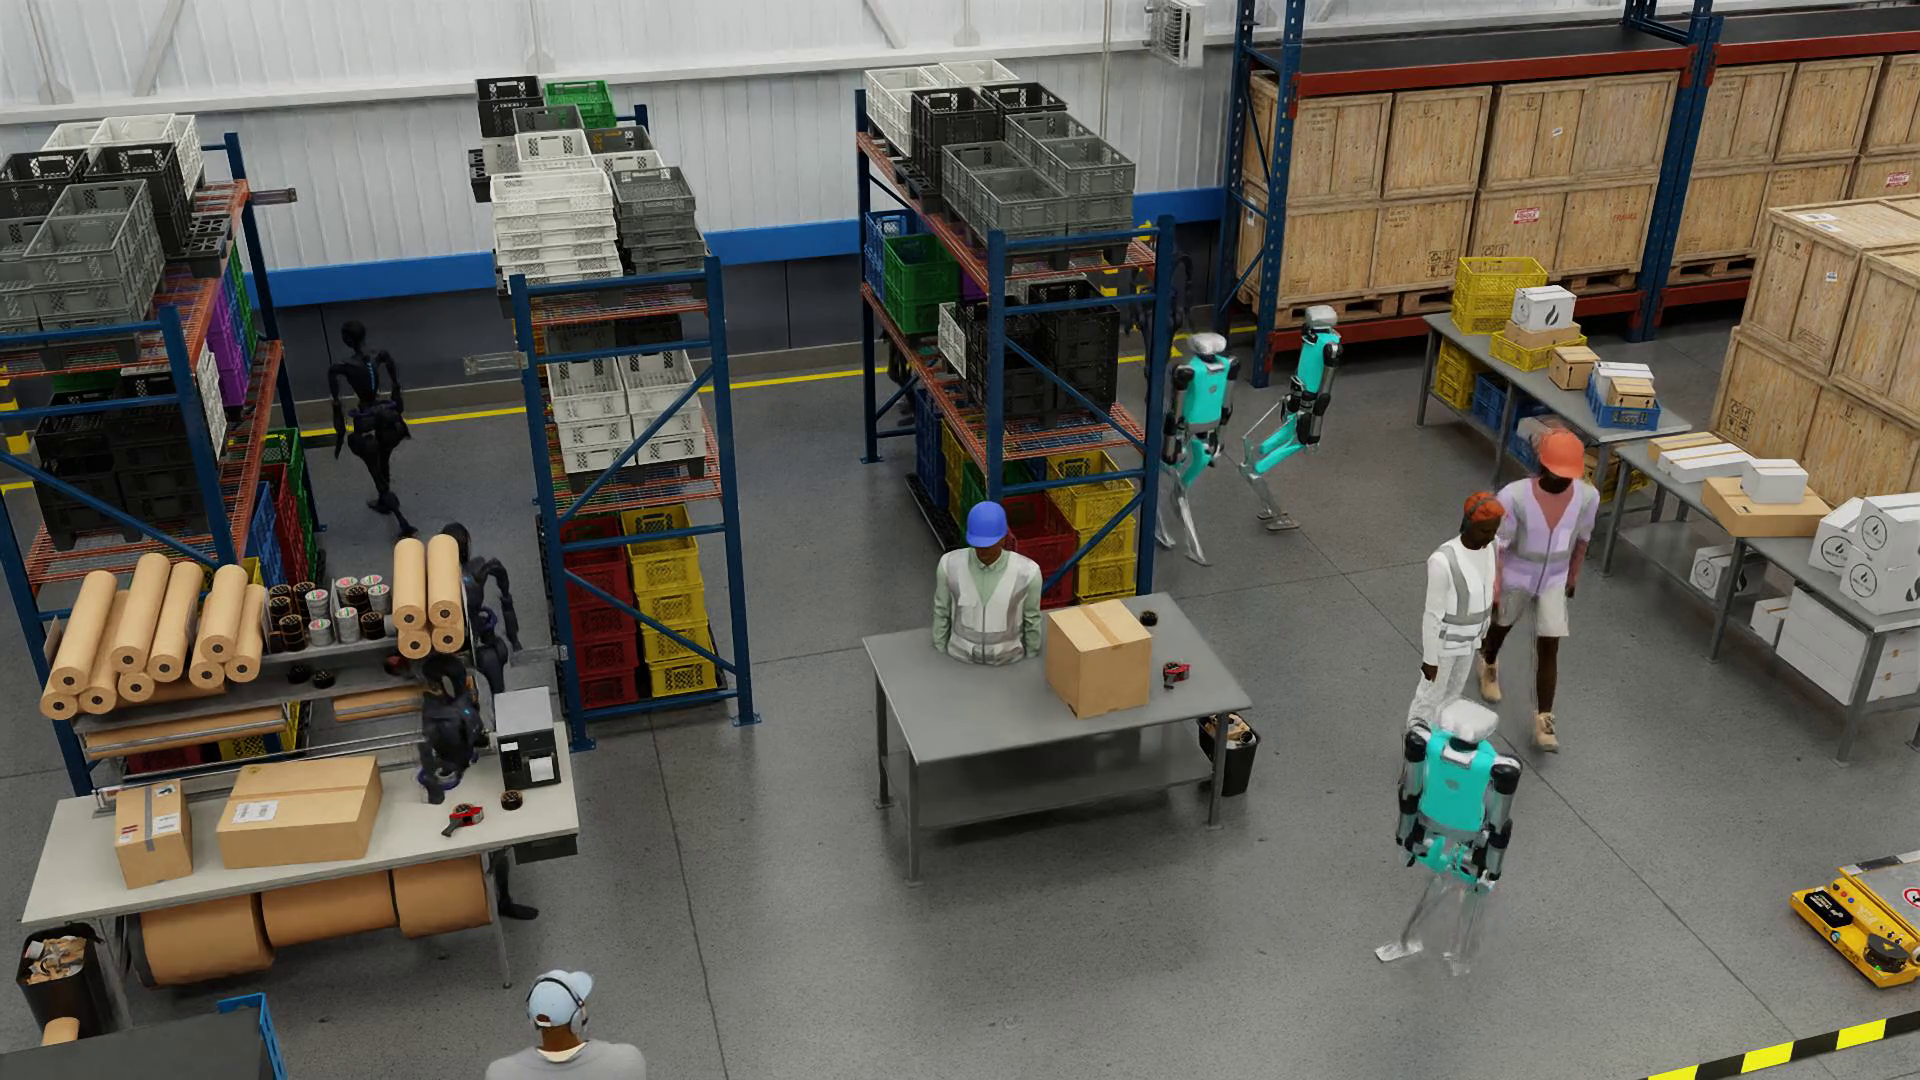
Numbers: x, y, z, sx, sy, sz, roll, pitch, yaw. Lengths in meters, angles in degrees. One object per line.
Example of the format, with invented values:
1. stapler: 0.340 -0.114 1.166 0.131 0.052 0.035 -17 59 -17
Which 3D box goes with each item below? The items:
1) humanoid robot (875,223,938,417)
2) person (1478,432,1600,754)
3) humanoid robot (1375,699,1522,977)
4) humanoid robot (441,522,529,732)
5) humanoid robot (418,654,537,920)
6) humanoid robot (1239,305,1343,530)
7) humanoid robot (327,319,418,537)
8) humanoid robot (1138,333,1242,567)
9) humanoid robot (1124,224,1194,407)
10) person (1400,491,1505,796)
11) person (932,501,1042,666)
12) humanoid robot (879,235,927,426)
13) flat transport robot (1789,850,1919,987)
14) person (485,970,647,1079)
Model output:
1. humanoid robot: -0.411 -1.834 14.011 0.793 1.808 0.539 -17 33 -28
2. person: 3.420 0.276 9.881 0.622 1.982 1.066 1 29 2
3. humanoid robot: 2.415 1.424 8.048 0.548 1.761 0.788 18 33 29
4. humanoid robot: -2.845 0.606 9.647 0.612 1.634 0.764 -18 33 -29
5. humanoid robot: -2.602 1.260 8.442 0.734 1.631 0.592 6 29 11
6. humanoid robot: 2.338 -0.872 12.120 0.732 1.693 0.531 -5 29 -10
7. humanoid robot: -4.317 -0.825 12.267 0.785 1.637 0.589 23 36 35
8. humanoid robot: 1.589 -0.698 11.912 0.546 1.783 0.833 -14 32 -24
9. humanoid robot: 1.720 -2.000 14.393 0.607 1.654 0.741 -2 29 -3
10. person: 2.809 0.575 9.436 0.573 1.886 0.355 -23 36 -35
11. person: 0.147 0.650 9.236 0.604 1.948 0.389 3 29 6
12. humanoid robot: -0.446 -1.755 13.904 0.442 1.641 0.603 -11 31 -20
13. flat transport robot: 5.163 1.916 8.676 1.431 0.231 0.659 -8 30 -14
14. person: -1.415 2.344 6.256 0.587 1.849 0.396 -4 29 -8
